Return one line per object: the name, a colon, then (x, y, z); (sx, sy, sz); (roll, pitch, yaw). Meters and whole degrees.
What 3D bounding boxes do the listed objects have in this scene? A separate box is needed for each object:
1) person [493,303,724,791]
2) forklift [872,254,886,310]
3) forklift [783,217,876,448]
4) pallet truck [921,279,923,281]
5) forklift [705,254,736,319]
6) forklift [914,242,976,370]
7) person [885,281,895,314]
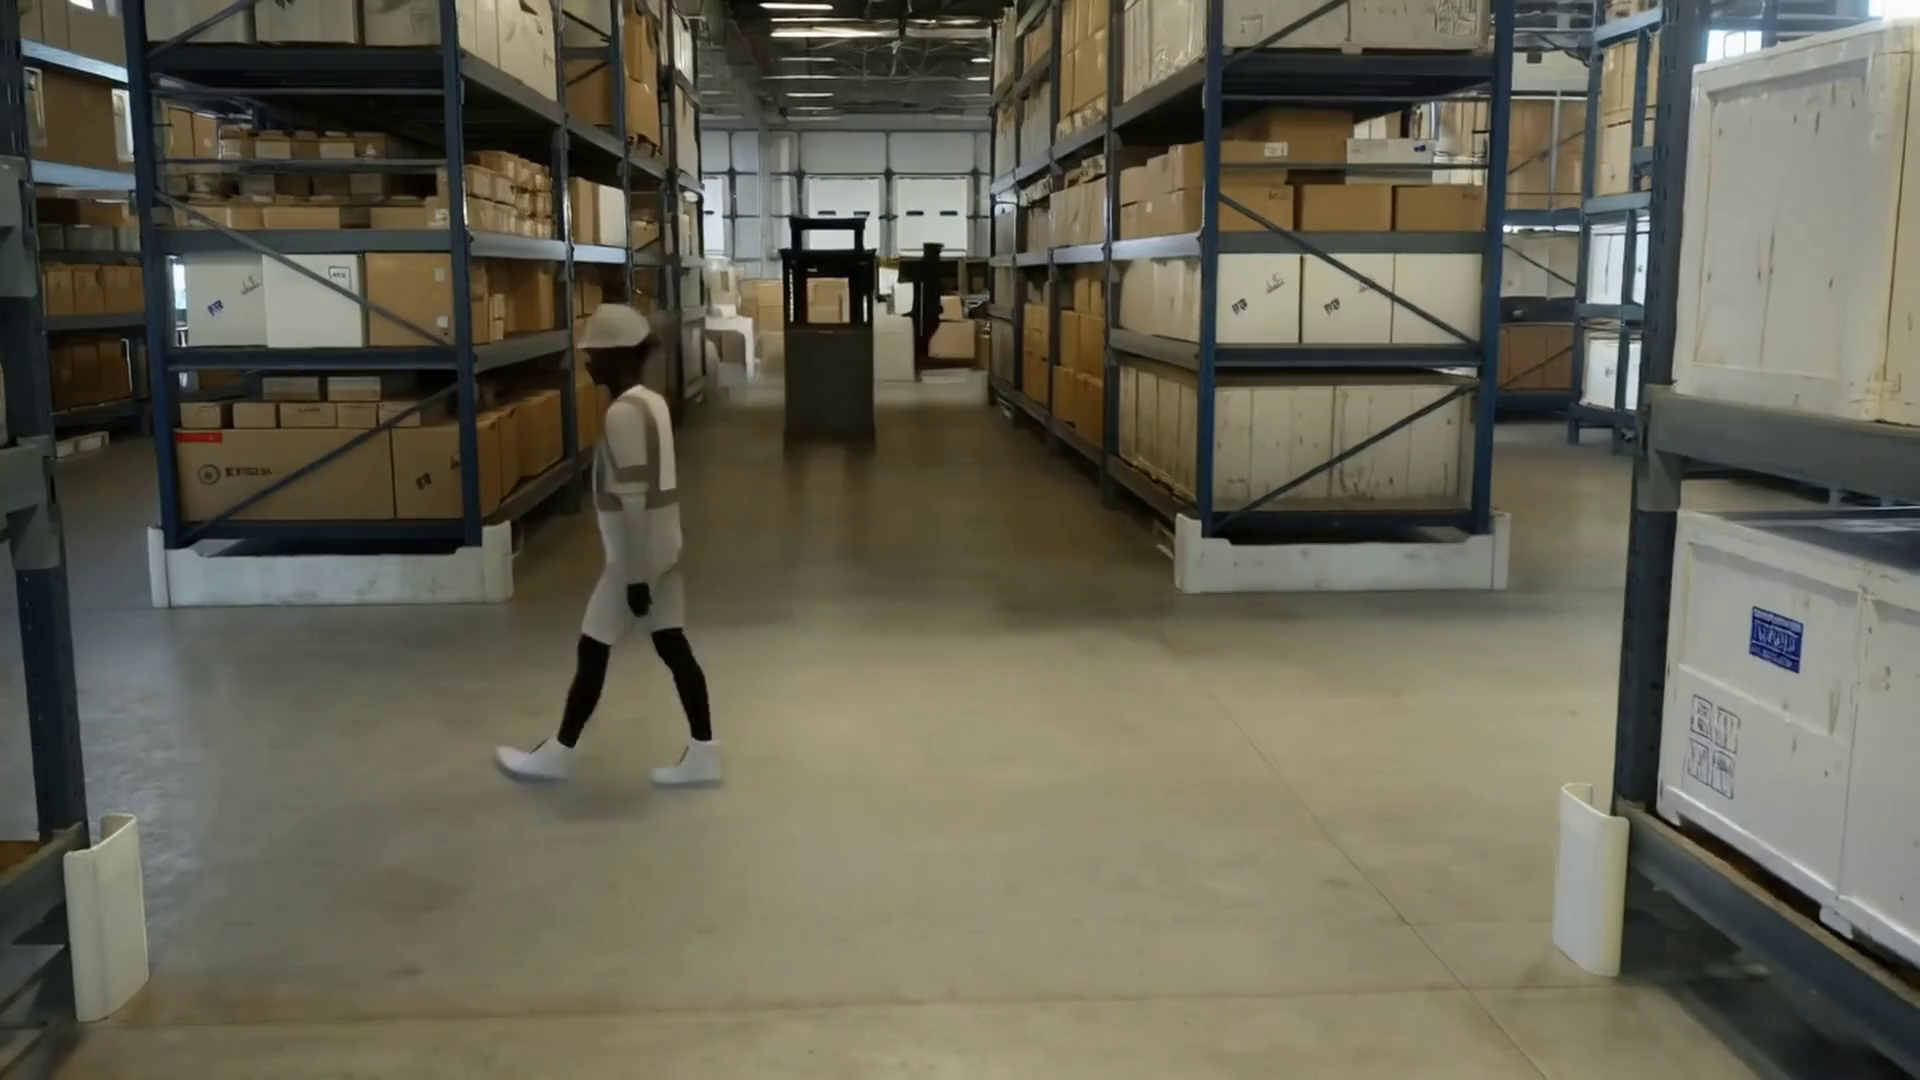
person: (-1.436, 0.049, 6.785); (1.018, 1.992, 0.629); (1, 9, 5)
forklift: (-3.336, -8.384, 56.975); (1.129, 2.768, 1.873); (-5, 10, -30)
forklift: (-1.636, -2.613, 20.736); (1.129, 2.768, 1.873); (-1, 9, -4)
pallet truck: (-0.932, -8.922, 63.114); (1.885, 1.965, 0.823); (2, 9, 13)
forklift: (-8.230, -8.396, 57.051); (1.129, 2.768, 1.873); (-1, 9, -4)
forklift: (-0.619, -5.162, 36.742); (1.873, 2.768, 1.129); (-1, 9, -5)
person: (-2.064, -7.091, 51.846); (0.630, 1.930, 0.383); (6, 11, 35)
